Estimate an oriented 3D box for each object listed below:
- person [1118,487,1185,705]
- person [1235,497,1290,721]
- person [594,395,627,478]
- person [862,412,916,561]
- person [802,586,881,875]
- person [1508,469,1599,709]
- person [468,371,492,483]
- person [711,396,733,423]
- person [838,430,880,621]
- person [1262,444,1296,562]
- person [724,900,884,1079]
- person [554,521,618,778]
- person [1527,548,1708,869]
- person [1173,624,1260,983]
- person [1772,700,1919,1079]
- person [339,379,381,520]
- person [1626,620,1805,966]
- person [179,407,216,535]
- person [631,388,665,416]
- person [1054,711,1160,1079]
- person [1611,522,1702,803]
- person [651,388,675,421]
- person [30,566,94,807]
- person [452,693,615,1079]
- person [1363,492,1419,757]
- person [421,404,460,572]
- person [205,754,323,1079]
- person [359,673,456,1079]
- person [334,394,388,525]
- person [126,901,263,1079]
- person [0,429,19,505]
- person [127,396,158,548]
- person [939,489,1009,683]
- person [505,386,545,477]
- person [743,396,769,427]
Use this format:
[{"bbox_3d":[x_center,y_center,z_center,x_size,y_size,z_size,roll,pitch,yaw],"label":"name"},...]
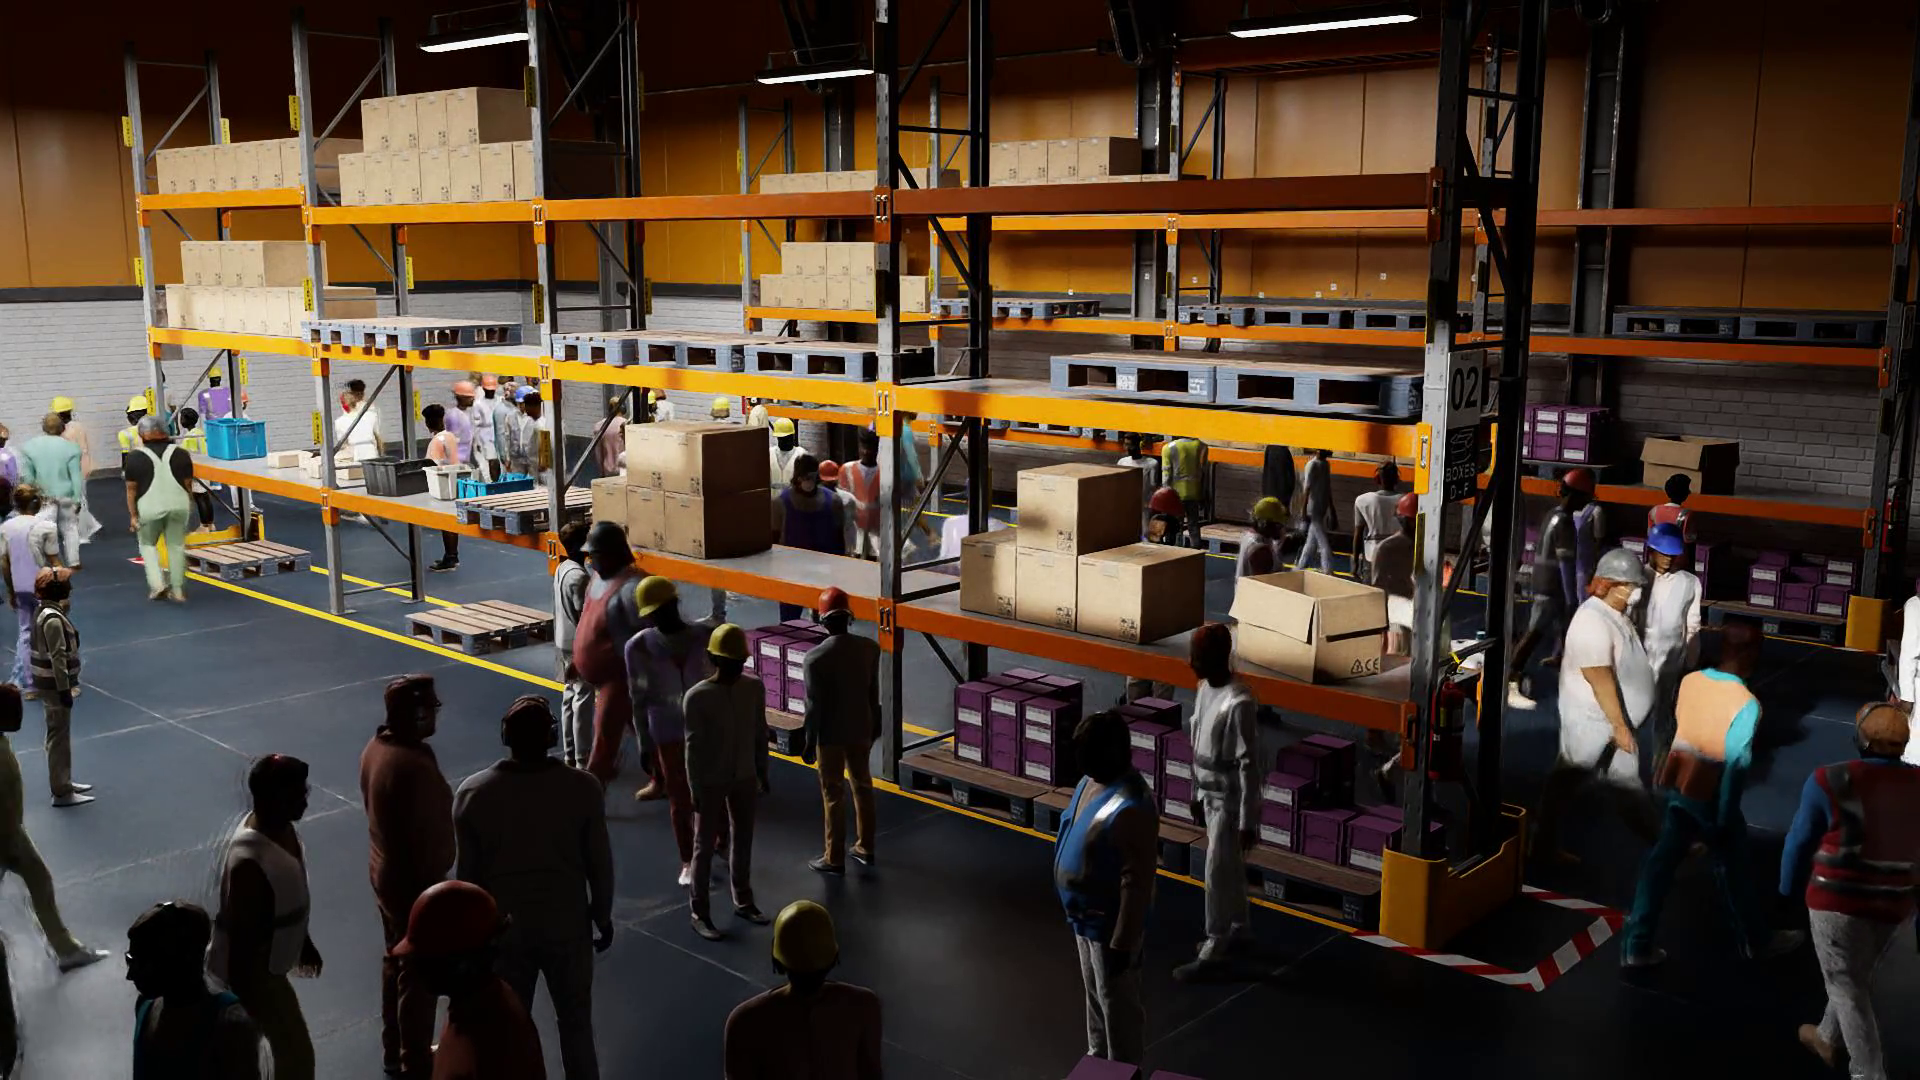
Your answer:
[{"bbox_3d":[1.584,0.528,13.076,0.427,1.915,0.538,7,12,36],"label":"person"},{"bbox_3d":[2.399,0.557,13.252,0.406,1.814,0.608,0,10,2],"label":"person"},{"bbox_3d":[-4.230,-0.835,20.699,0.632,1.940,0.368,4,11,20],"label":"person"},{"bbox_3d":[-0.855,-0.640,19.856,0.741,1.851,0.584,3,11,18],"label":"person"},{"bbox_3d":[-0.732,1.144,10.042,0.565,1.748,0.339,-9,13,-41],"label":"person"},{"bbox_3d":[4.921,0.409,13.547,1.041,1.967,0.725,2,10,13],"label":"person"},{"bbox_3d":[-7.380,-1.699,25.699,0.541,1.909,0.685,0,10,0],"label":"person"},{"bbox_3d":[-3.238,-1.088,22.690,0.323,1.741,0.492,-8,13,-37],"label":"person"},{"bbox_3d":[-0.946,-0.137,16.783,0.650,1.927,0.723,-2,10,-9],"label":"person"},{"bbox_3d":[3.517,-0.438,18.295,0.393,1.995,0.612,-1,10,-5],"label":"person"},{"bbox_3d":[-0.479,1.978,5.283,0.529,1.767,0.329,-4,11,-19],"label":"person"},{"bbox_3d":[-2.690,0.779,11.837,0.345,1.847,0.507,-6,12,-30],"label":"person"},{"bbox_3d":[3.955,1.019,9.932,1.042,2.000,0.701,7,12,34],"label":"person"},{"bbox_3d":[1.314,1.353,8.581,0.677,1.868,0.649,-2,10,-12],"label":"person"},{"bbox_3d":[3.993,1.602,7.331,0.622,1.800,0.955,0,10,-2],"label":"person"},{"bbox_3d":[-8.387,-1.268,23.219,0.410,1.933,0.842,6,11,29],"label":"person"},{"bbox_3d":[3.952,1.328,8.695,1.010,1.851,0.623,-2,10,-13],"label":"person"},{"bbox_3d":[-9.981,-0.889,21.734,0.322,1.692,0.530,-2,10,-11],"label":"person"},{"bbox_3d":[-5.041,-1.905,26.896,0.592,1.896,0.855,-6,12,-32],"label":"person"},{"bbox_3d":[0.615,1.619,7.117,0.430,1.838,0.619,-2,10,-12],"label":"person"},{"bbox_3d":[4.707,0.828,11.307,0.606,1.939,0.418,2,10,9],"label":"person"},{"bbox_3d":[-4.716,-1.630,26.121,0.519,1.599,0.725,-1,10,-5],"label":"person"},{"bbox_3d":[-6.116,0.987,11.277,0.313,1.634,0.514,-6,12,-32],"label":"person"},{"bbox_3d":[-1.796,1.590,7.084,0.652,1.906,0.402,-1,10,-8],"label":"person"},{"bbox_3d":[3.310,0.620,12.356,0.619,1.986,0.410,-5,11,-28],"label":"person"},{"bbox_3d":[-6.040,-0.612,19.381,0.368,1.960,0.602,-1,10,-3],"label":"person"},{"bbox_3d":[-2.881,1.721,6.646,0.789,1.811,0.599,-3,10,-15],"label":"person"},{"bbox_3d":[-2.428,1.531,7.455,0.400,1.899,0.640,-6,12,-32],"label":"person"},{"bbox_3d":[-8.030,-1.061,22.354,0.628,1.808,0.648,-8,13,-38],"label":"person"},{"bbox_3d":[-2.325,1.973,5.088,0.515,1.843,0.326,6,11,29],"label":"person"},{"bbox_3d":[-11.363,-0.503,19.692,0.526,1.631,0.314,2,10,11],"label":"person"},{"bbox_3d":[-10.184,-0.854,20.891,0.394,1.913,0.591,-5,11,-24],"label":"person"},{"bbox_3d":[0.144,0.434,13.798,0.624,1.845,1.089,4,11,20],"label":"person"},{"bbox_3d":[-5.733,-1.071,22.042,0.611,1.940,0.414,2,10,10],"label":"person"},{"bbox_3d":[-2.980,-1.376,24.318,0.353,1.741,0.568,1,10,7],"label":"person"}]
